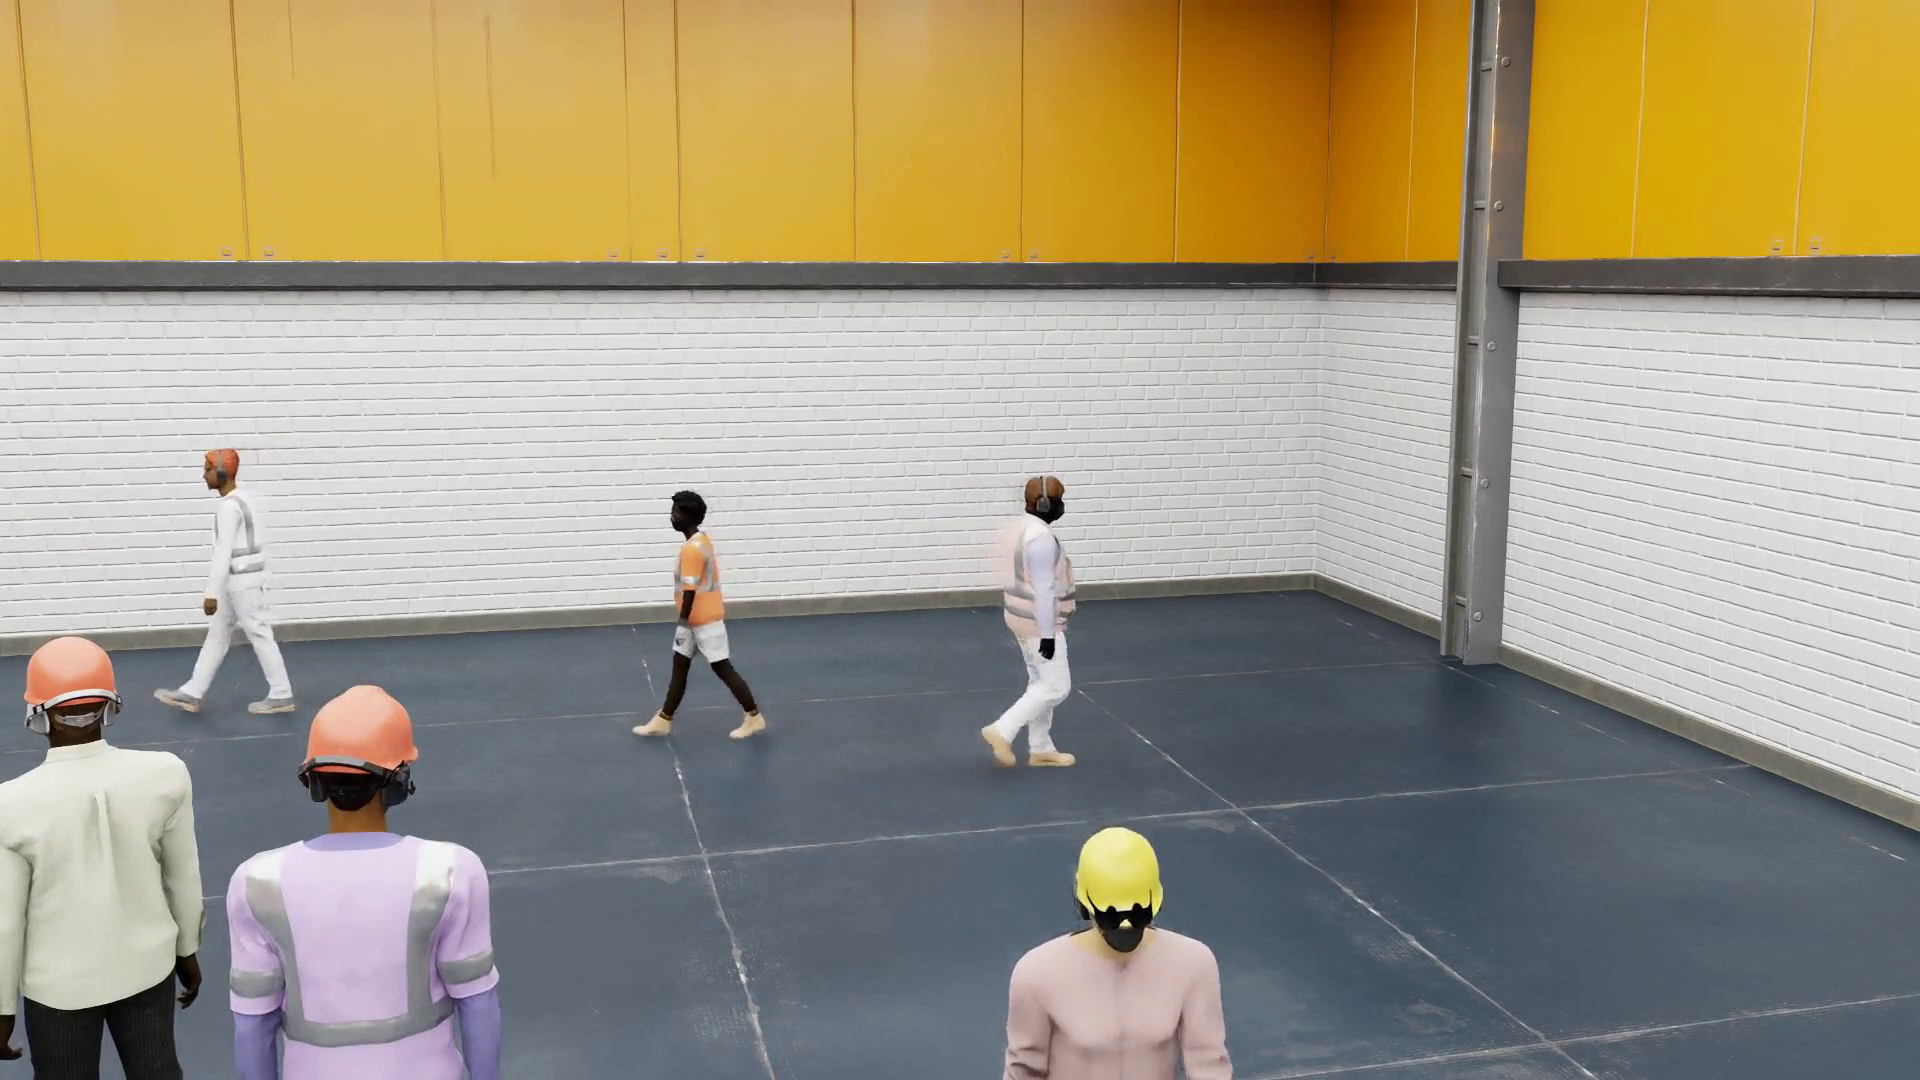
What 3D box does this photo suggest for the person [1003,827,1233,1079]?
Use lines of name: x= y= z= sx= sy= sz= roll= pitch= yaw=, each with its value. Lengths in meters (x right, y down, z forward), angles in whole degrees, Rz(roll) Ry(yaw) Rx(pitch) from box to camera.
person: x=0.393 y=1.526 z=4.068 sx=0.531 sy=1.730 sz=0.733 roll=-2 pitch=9 yaw=-12

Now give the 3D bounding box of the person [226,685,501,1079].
person: x=-1.439 y=1.364 z=4.102 sx=0.613 sy=2.041 sz=0.393 roll=-1 pitch=9 yaw=-9

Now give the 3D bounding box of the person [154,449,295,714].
person: x=-5.043 y=0.307 z=11.311 sx=0.942 sy=1.839 sz=0.611 roll=-3 pitch=10 yaw=-17

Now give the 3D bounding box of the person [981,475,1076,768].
person: x=0.442 y=0.514 z=10.077 sx=0.515 sy=1.825 sz=0.644 roll=-1 pitch=9 yaw=-8

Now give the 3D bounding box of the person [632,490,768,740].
person: x=-1.666 y=0.495 z=10.758 sx=0.882 sy=1.651 sz=0.545 roll=-1 pitch=9 yaw=-7

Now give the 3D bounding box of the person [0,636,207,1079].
person: x=-2.528 y=1.264 z=4.873 sx=0.381 sy=1.994 sz=0.622 roll=8 pitch=12 yaw=40
